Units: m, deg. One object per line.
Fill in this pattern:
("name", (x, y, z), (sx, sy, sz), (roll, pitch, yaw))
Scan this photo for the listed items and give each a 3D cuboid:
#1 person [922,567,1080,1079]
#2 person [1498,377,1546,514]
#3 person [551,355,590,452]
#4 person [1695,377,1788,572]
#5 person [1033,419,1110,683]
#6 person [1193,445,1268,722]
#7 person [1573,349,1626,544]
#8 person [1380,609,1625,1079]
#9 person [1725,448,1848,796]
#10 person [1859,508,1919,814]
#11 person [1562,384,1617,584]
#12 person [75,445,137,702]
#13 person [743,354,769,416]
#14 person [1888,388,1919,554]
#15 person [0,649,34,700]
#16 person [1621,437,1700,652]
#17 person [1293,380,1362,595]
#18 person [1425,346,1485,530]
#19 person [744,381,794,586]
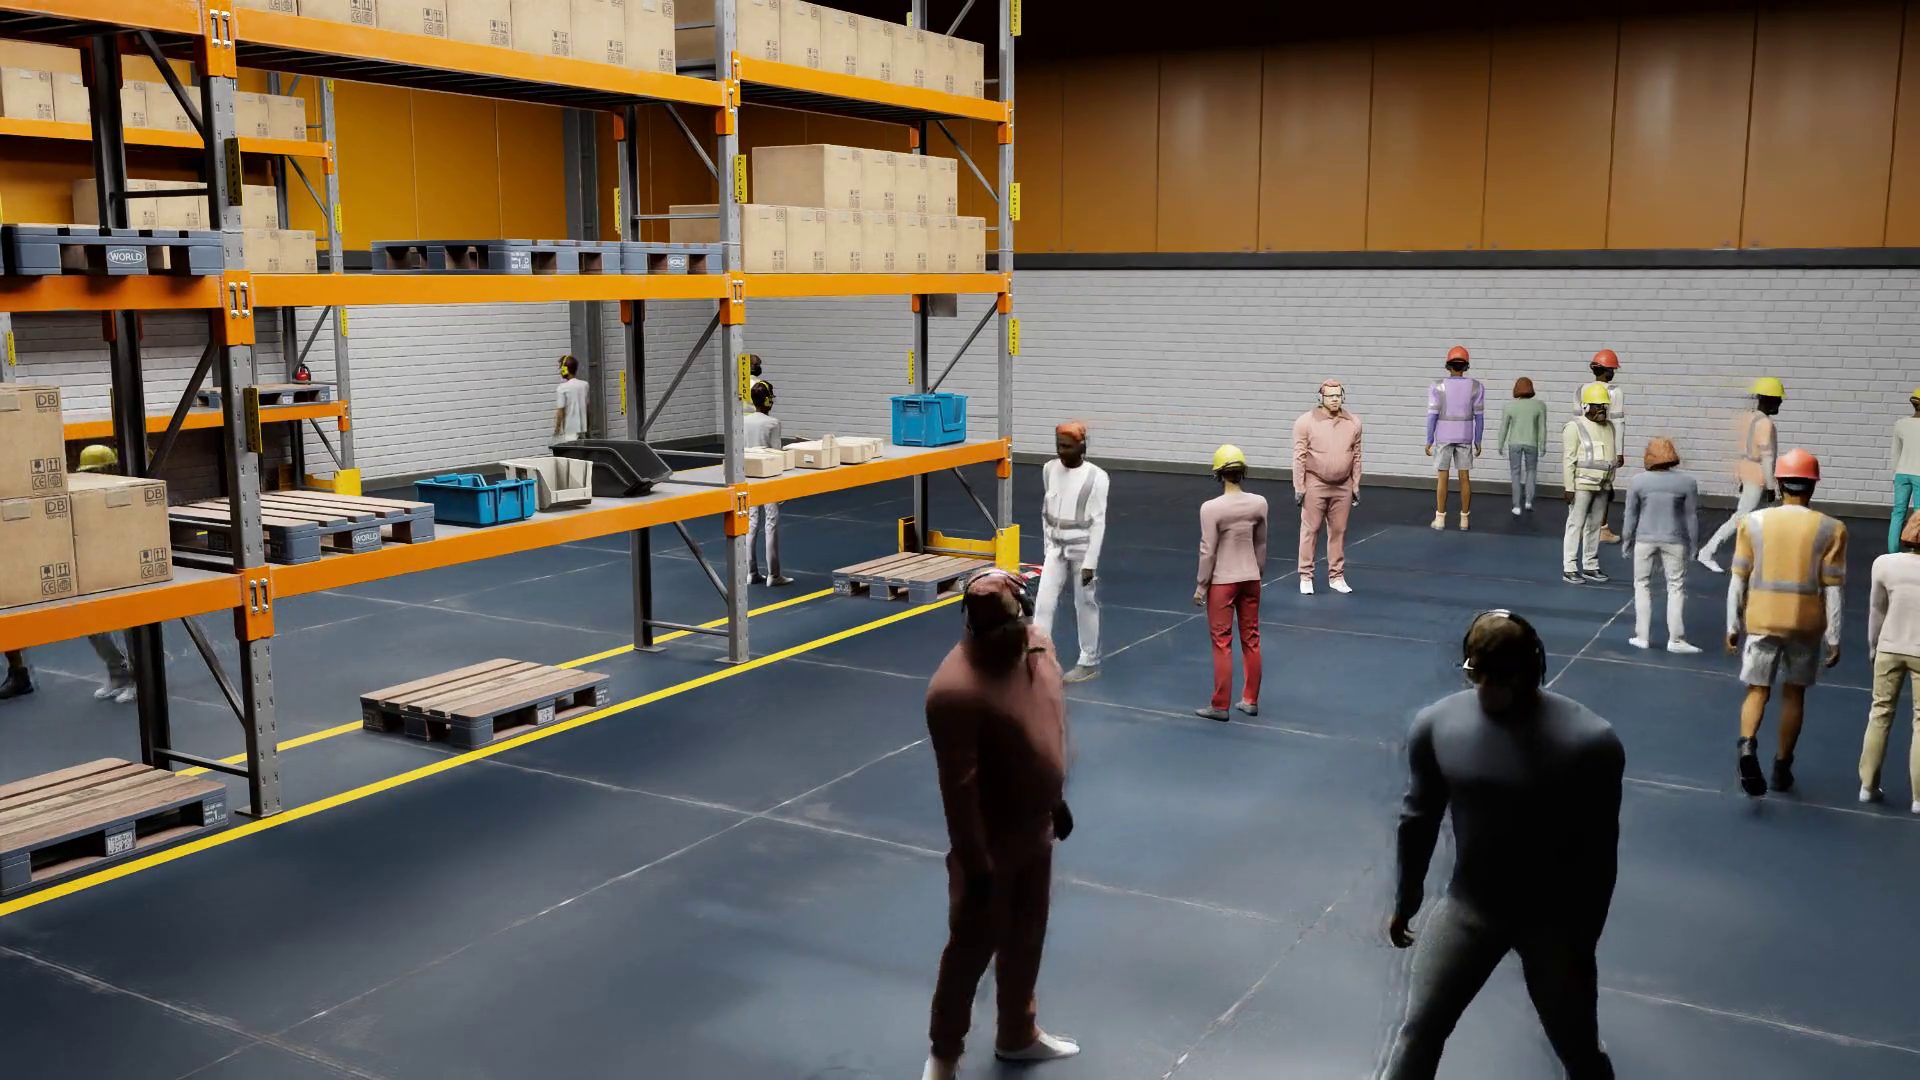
("person", (0.146, 1.000, 5.741), (0.429, 1.870, 0.743), (6, 11, 33))
("person", (6.641, -1.121, 19.681), (0.532, 1.618, 0.460), (2, 9, 12))
("person", (-4.660, -1.283, 19.984), (0.342, 1.865, 0.549), (5, 11, 31))
("person", (7.478, -0.601, 15.673), (0.978, 1.885, 0.603), (3, 10, 17))
("person", (0.684, 0.113, 11.301), (0.597, 1.849, 0.890), (8, 12, 42))
("person", (1.717, 0.274, 10.591), (0.522, 1.761, 0.327), (-5, 10, -28))
("person", (6.749, -0.982, 17.544), (0.375, 2.044, 0.607), (-6, 11, -32))
("person", (1.573, 1.114, 5.003), (0.790, 1.891, 0.572), (6, 11, 34))
("person", (4.427, 0.466, 8.956), (0.569, 1.902, 0.759), (6, 11, 32))
("person", (5.055, 0.626, 8.815), (0.284, 1.626, 0.495), (-8, 12, -39))
("person", (5.798, -0.515, 15.281), (0.601, 1.830, 0.404), (-5, 10, -26))
("person", (-5.589, 0.228, 10.970), (0.503, 1.719, 0.460), (6, 11, 33))
("person", (-2.579, -1.382, 20.676), (0.633, 1.841, 0.429), (9, 13, 44))
("person", (9.271, -0.614, 16.109), (0.313, 1.768, 0.527), (-4, 10, -24))
("person", (-6.486, 0.159, 10.832), (0.581, 1.903, 0.846), (5, 10, 27))
("person", (5.322, 0.039, 12.531), (0.625, 1.616, 0.309), (3, 10, 20))
("person", (3.269, -0.467, 14.757), (0.641, 1.908, 0.407), (-2, 9, -10))
("person", (5.472, -1.125, 18.437), (0.616, 2.041, 0.383), (1, 9, 5))
("person", (-1.778, -0.511, 15.140), (0.509, 1.872, 0.328), (5, 11, 30))
